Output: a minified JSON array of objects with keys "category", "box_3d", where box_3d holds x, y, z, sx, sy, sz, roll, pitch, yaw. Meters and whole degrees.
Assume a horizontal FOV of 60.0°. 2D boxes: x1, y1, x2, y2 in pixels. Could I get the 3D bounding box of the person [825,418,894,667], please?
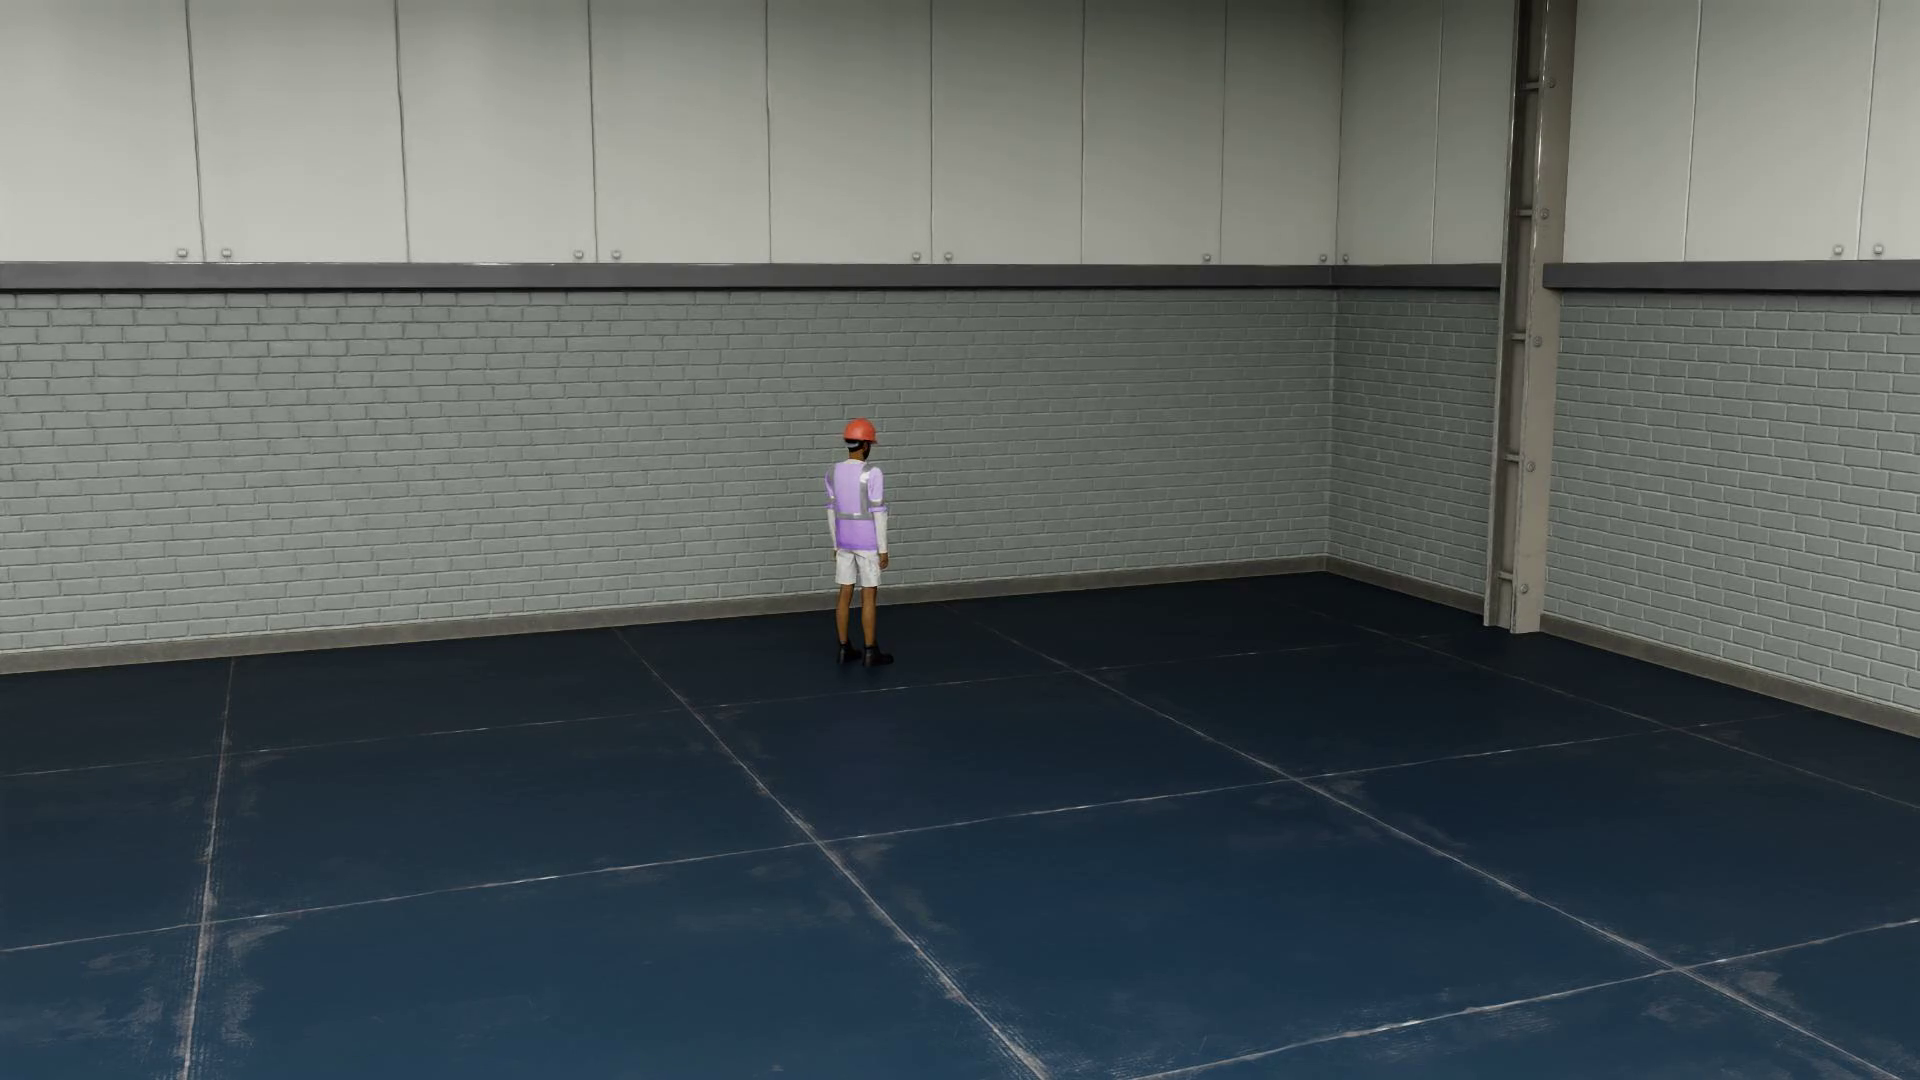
[{"category":"person","box_3d":[-0.776,0.020,12.921,0.544,1.936,0.359,6,11,33]}]
